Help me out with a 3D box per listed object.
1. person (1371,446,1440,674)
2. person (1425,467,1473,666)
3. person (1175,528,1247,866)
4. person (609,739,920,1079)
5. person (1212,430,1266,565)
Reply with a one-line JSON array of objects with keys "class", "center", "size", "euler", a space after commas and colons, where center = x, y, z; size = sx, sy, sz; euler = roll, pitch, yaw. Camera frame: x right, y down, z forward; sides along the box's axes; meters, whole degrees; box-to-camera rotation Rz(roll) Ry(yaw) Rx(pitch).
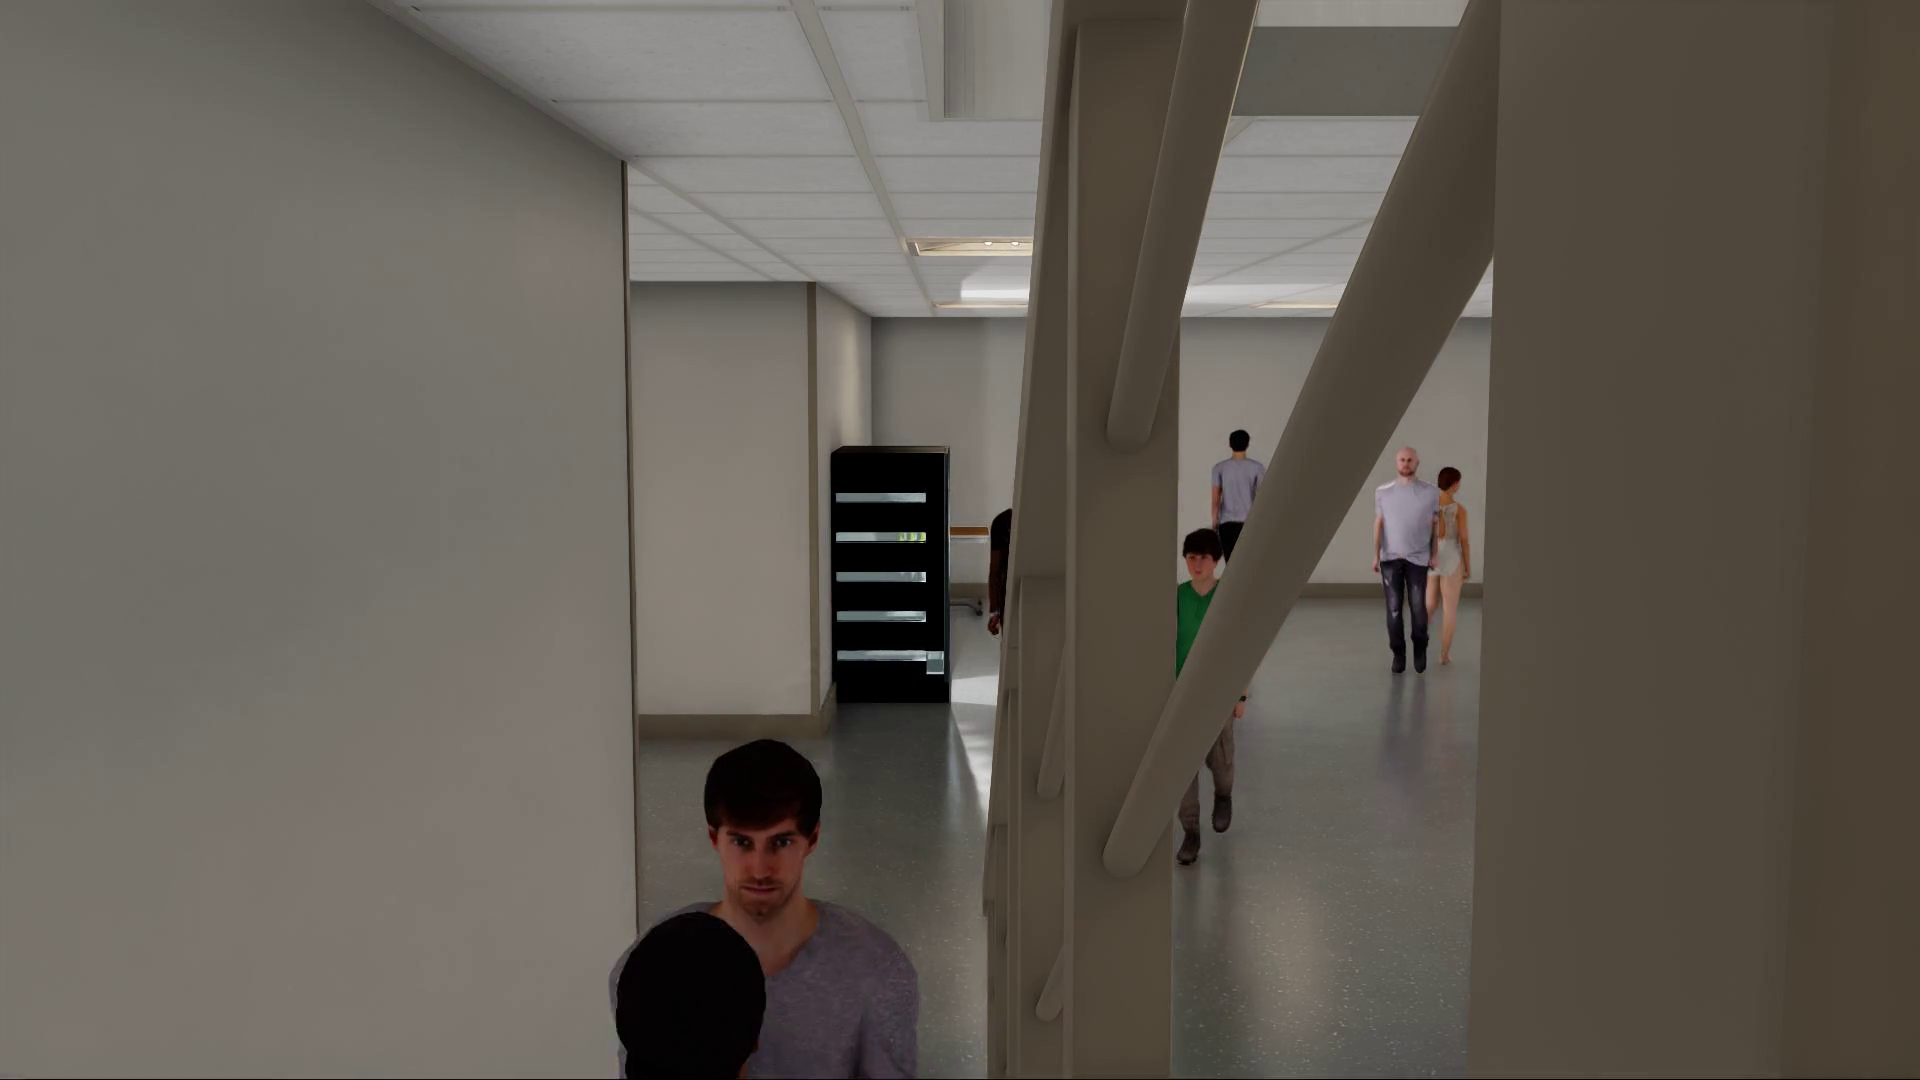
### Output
[{"class": "person", "center": [3.596, 0.155, 13.394], "size": [0.757, 1.816, 0.771], "euler": [2, 6, 23]}, {"class": "person", "center": [3.938, 0.228, 13.589], "size": [0.658, 1.632, 0.706], "euler": [4, 7, 32]}, {"class": "person", "center": [1.214, 0.757, 8.307], "size": [0.777, 1.636, 0.989], "euler": [2, 6, 20]}, {"class": "person", "center": [-0.302, 1.231, 2.814], "size": [0.695, 1.793, 1.185], "euler": [0, 6, -2]}, {"class": "person", "center": [2.657, -0.114, 15.897], "size": [0.815, 1.850, 0.991], "euler": [1, 6, 14]}]
